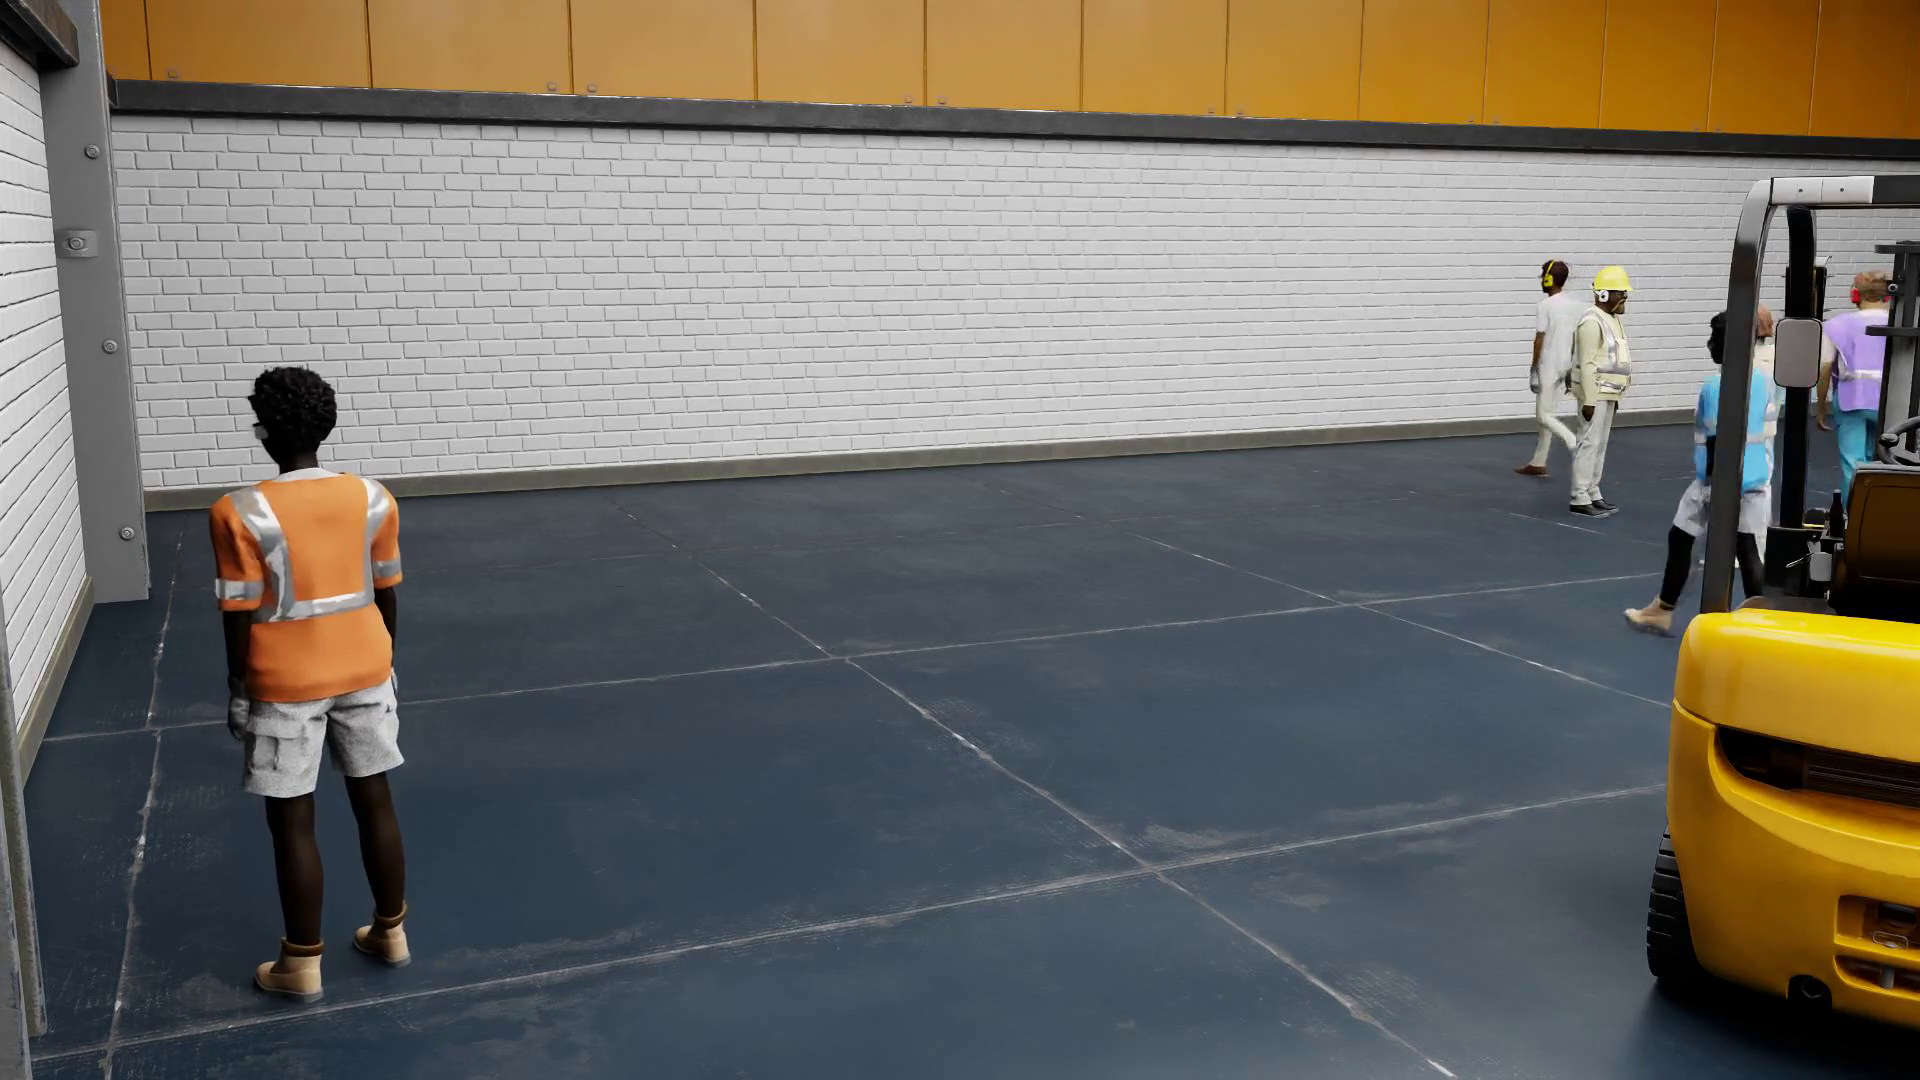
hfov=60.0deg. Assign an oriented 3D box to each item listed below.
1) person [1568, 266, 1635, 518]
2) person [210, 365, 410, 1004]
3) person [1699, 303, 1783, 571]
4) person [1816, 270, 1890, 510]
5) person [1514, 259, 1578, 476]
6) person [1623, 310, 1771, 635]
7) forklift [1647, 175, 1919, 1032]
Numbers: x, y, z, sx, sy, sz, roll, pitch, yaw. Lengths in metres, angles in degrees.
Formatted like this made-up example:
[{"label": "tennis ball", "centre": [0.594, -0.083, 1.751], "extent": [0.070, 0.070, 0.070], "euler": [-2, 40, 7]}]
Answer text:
[{"label": "person", "centre": [4.668, -1.072, 12.119], "extent": [0.403, 1.825, 0.591], "euler": [7, 13, 35]}, {"label": "person", "centre": [-1.729, 0.379, 4.486], "extent": [0.320, 1.690, 0.524], "euler": [8, 13, 38]}, {"label": "person", "centre": [4.808, -0.628, 10.176], "extent": [0.511, 1.638, 0.308], "euler": [-5, 11, -24]}, {"label": "person", "centre": [5.832, -0.833, 10.812], "extent": [0.563, 1.809, 0.798], "euler": [2, 10, 10]}, {"label": "person", "centre": [5.037, -1.421, 13.969], "extent": [0.529, 1.854, 0.744], "euler": [-7, 13, -35]}, {"label": "person", "centre": [3.756, -0.314, 8.366], "extent": [0.549, 1.660, 0.788], "euler": [-7, 13, -36]}, {"label": "forklift", "centre": [2.810, 0.094, 4.662], "extent": [1.214, 2.155, 2.313], "euler": [7, 12, 34]}]
